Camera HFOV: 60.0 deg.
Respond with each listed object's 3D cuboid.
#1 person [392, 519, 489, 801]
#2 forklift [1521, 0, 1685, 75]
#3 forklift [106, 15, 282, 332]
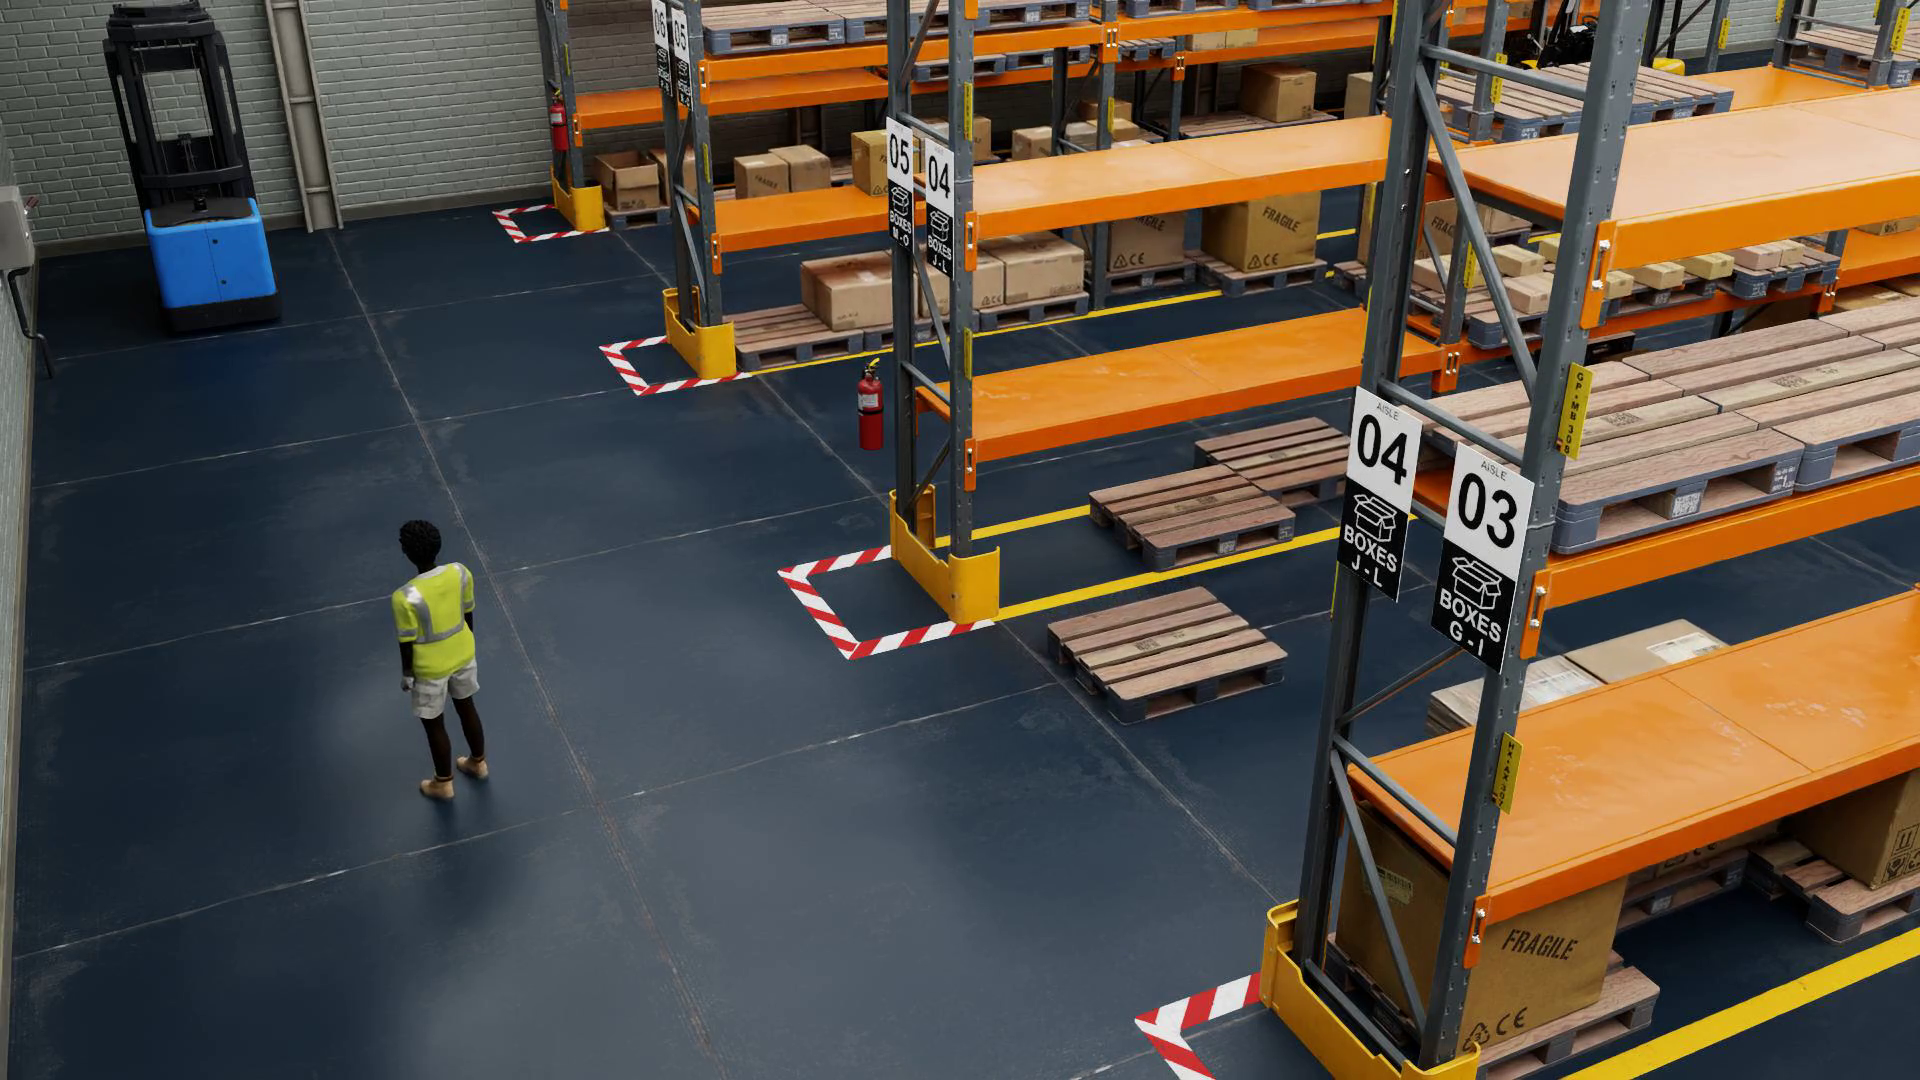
[{"bbox_3d":[-2.893,0.665,9.289,0.319,1.687,0.538,16,31,27],"label":"person"},{"bbox_3d":[8.950,-6.807,23.056,1.214,2.155,2.313,-12,30,-22],"label":"forklift"},{"bbox_3d":[-7.548,-3.672,16.323,1.129,2.768,1.873,-12,30,-22],"label":"forklift"}]
